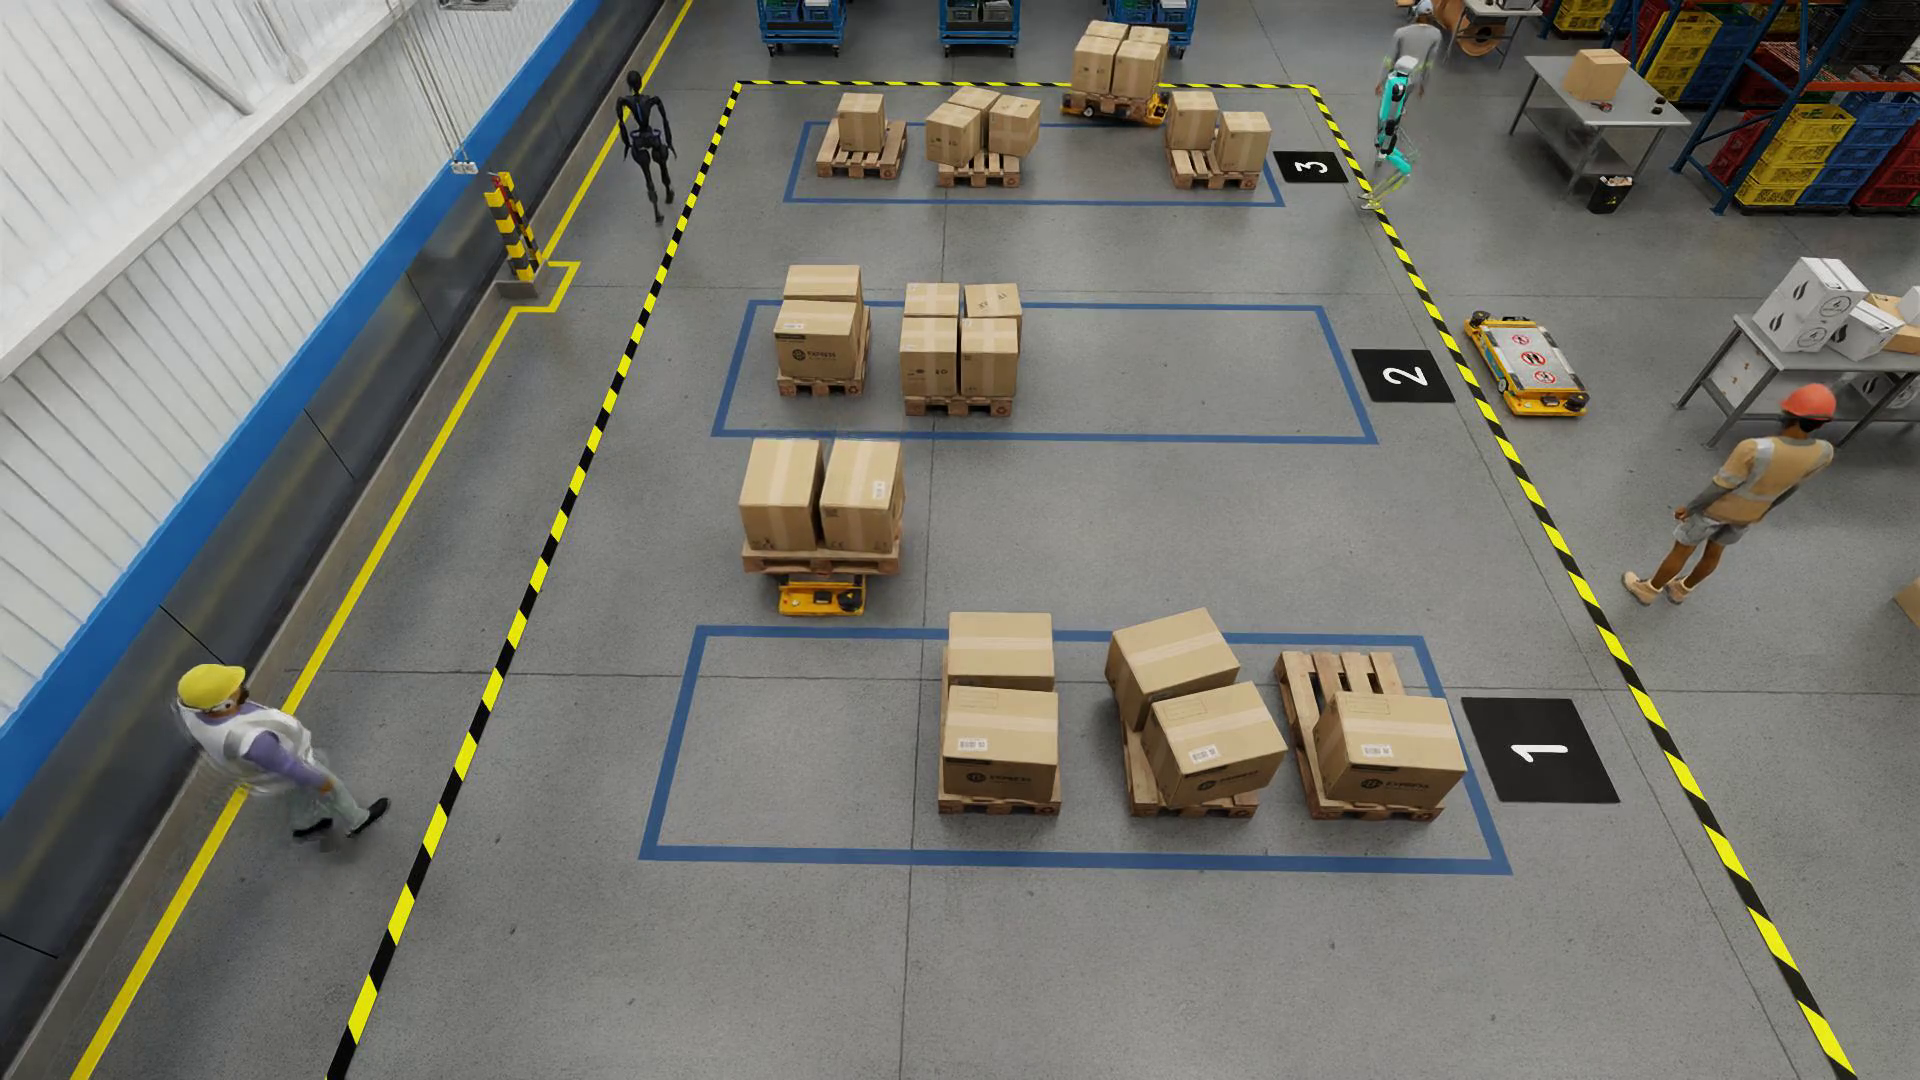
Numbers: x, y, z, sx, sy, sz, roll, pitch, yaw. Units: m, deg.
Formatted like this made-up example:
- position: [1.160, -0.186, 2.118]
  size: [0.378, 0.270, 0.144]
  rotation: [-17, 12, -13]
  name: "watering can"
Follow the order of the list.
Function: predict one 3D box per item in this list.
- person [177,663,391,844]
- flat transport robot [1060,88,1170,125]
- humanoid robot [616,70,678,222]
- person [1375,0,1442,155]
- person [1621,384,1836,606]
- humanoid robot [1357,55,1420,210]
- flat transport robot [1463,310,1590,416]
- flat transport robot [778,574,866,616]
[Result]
- position: [-3.987, 1.294, 5.389]
  size: [0.609, 1.812, 0.440]
  rotation: [22, 53, 18]
  name: "person"
- position: [2.177, -6.135, 12.825]
  size: [1.431, 0.197, 0.652]
  rotation: [13, 50, 11]
  name: "flat transport robot"
- position: [-3.609, -4.550, 10.582]
  size: [0.600, 1.645, 0.782]
  rotation: [-7, 49, -6]
  name: "humanoid robot"
- position: [5.565, -5.762, 11.492]
  size: [0.620, 1.826, 0.662]
  rotation: [3, 49, 3]
  name: "person"
- position: [5.523, -0.264, 6.598]
  size: [0.607, 2.031, 0.406]
  rotation: [1, 49, 1]
  name: "person"
- position: [5.030, -4.588, 10.444]
  size: [0.735, 1.677, 0.533]
  rotation: [10, 50, 8]
  name: "humanoid robot"
- position: [5.573, -1.757, 9.054]
  size: [0.659, 0.231, 1.431]
  rotation: [1, 49, 1]
  name: "flat transport robot"
- position: [-1.068, -0.006, 7.520]
  size: [0.652, 0.197, 1.431]
  rotation: [1, 49, 1]
  name: "flat transport robot"
